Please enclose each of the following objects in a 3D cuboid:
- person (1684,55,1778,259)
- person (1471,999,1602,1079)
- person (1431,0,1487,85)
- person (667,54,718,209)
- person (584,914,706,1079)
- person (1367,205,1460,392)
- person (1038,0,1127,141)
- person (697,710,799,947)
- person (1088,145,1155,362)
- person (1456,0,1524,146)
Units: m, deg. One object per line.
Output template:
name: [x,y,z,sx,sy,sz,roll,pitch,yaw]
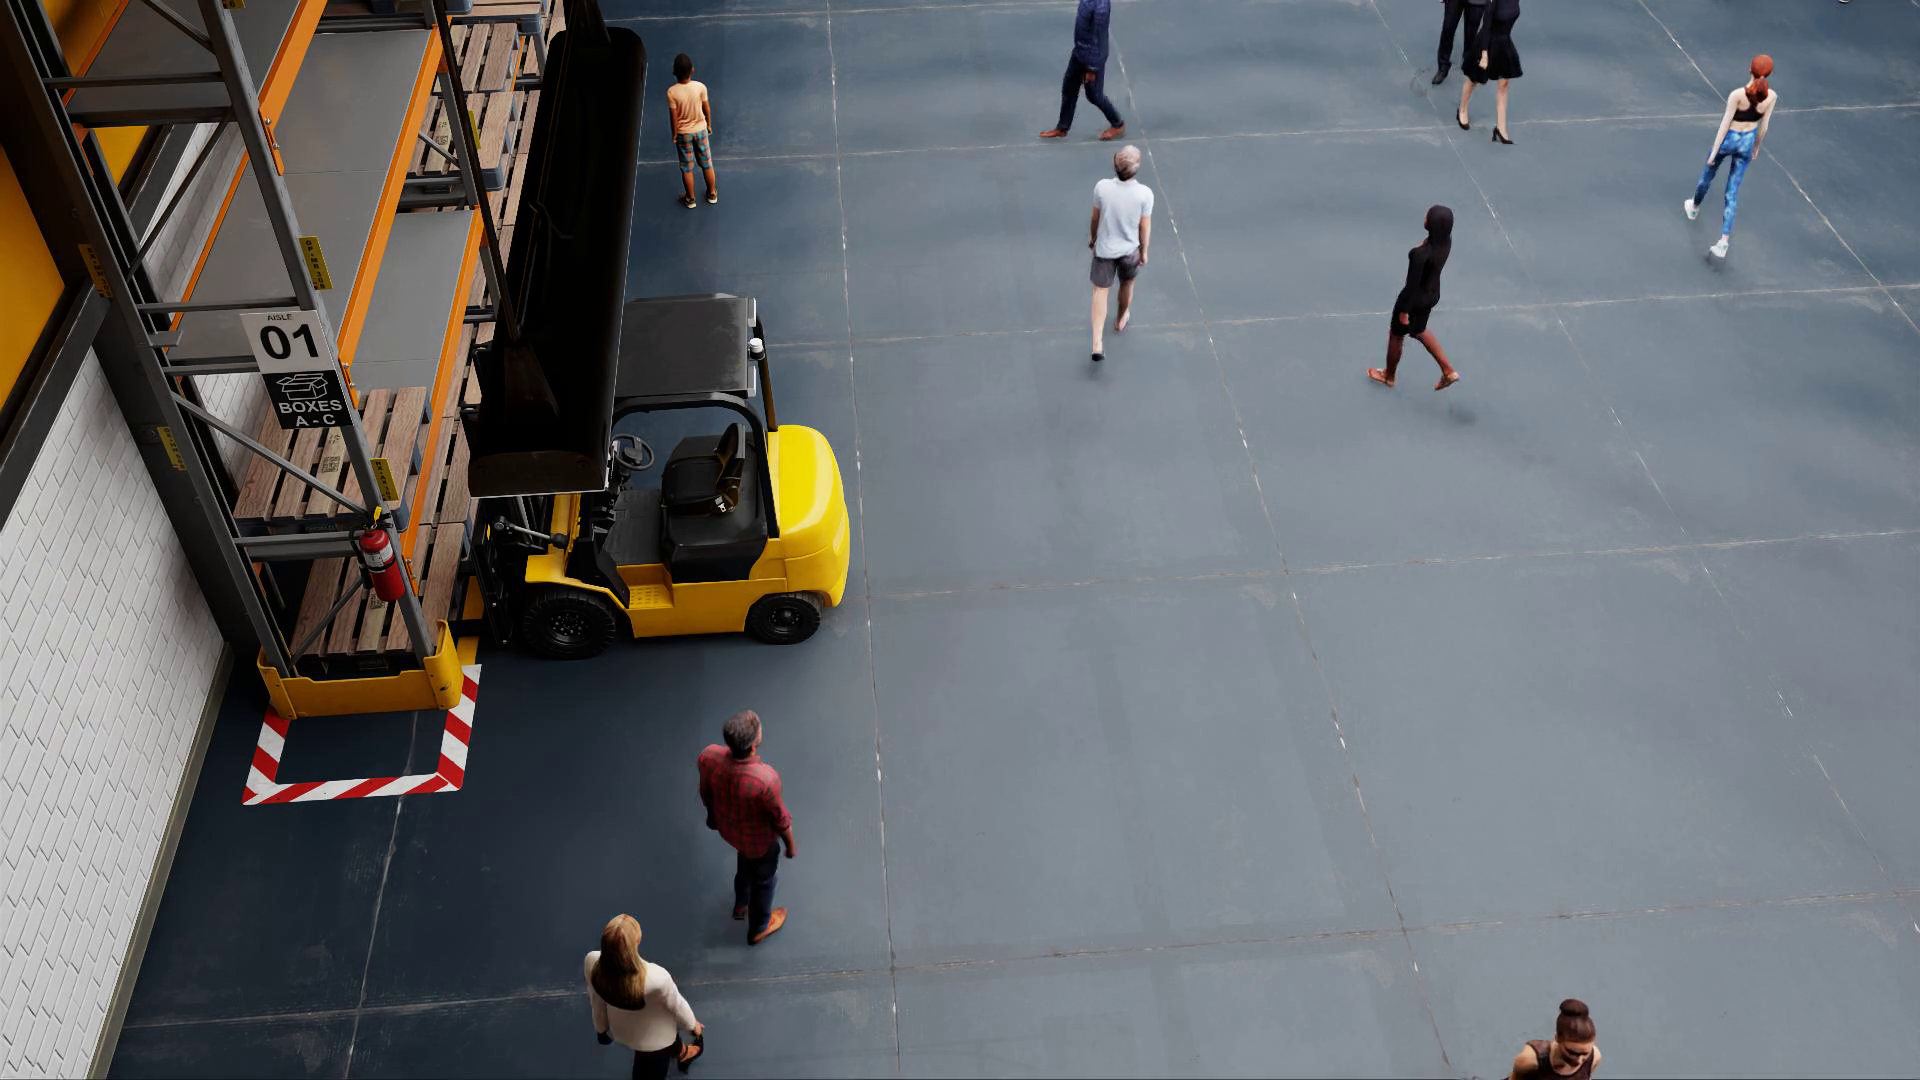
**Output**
person: [6.664,-3.266,14.292,0.744,1.739,1.277,4,44,4]
person: [2.775,2.696,8.098,0.599,1.651,1.032,-2,44,-2]
person: [5.062,-5.463,16.538,0.968,1.822,1.051,20,47,19]
person: [-2.408,-3.669,14.916,0.578,1.461,0.580,-17,46,-17]
person: [-1.584,2.514,8.174,0.964,1.810,1.273,13,45,13]
person: [3.589,-1.789,12.769,1.056,1.701,0.984,31,52,28]
person: [1.286,-4.571,15.627,0.877,1.787,1.071,-12,45,-12]
person: [-1.212,1.635,9.091,0.840,1.818,0.880,25,49,24]
person: [1.219,-2.238,13.167,0.891,1.802,1.206,9,44,9]
person: [4.982,-4.669,15.777,0.857,1.723,1.062,-20,47,-20]
